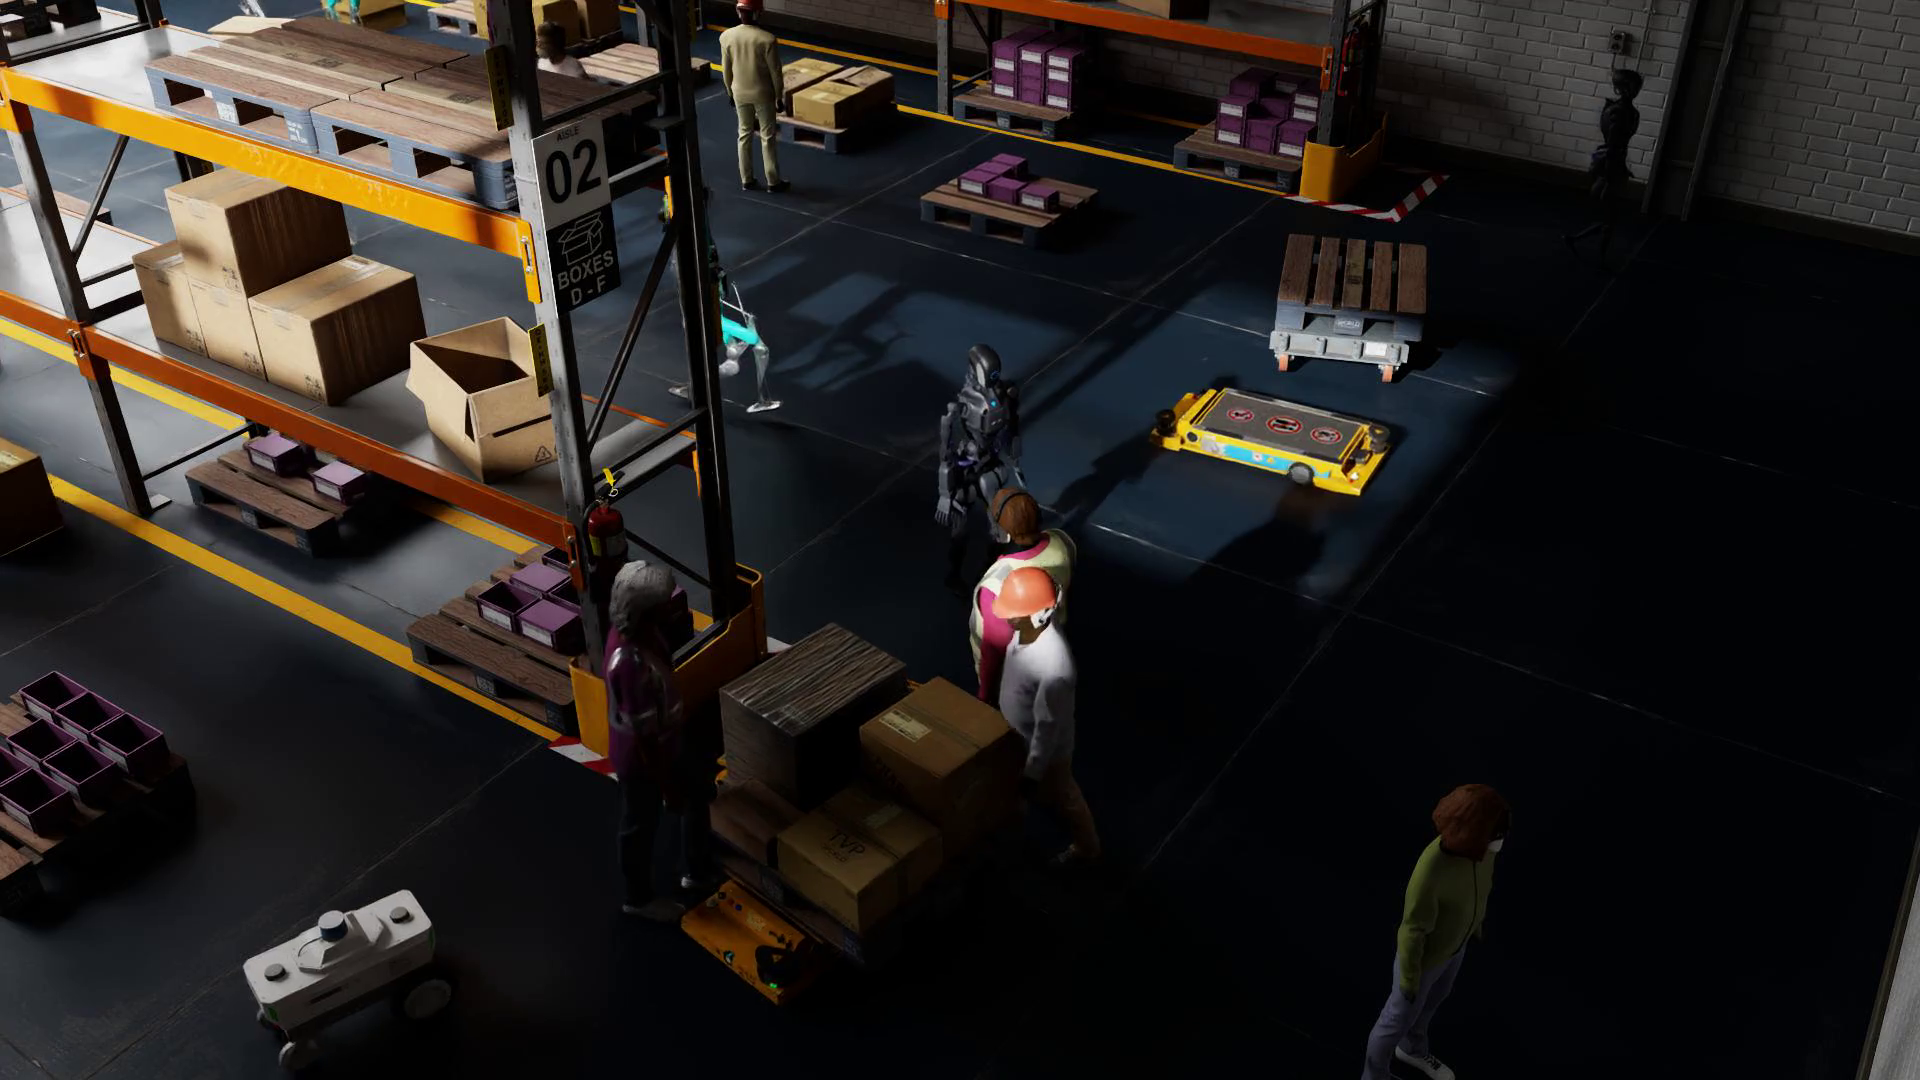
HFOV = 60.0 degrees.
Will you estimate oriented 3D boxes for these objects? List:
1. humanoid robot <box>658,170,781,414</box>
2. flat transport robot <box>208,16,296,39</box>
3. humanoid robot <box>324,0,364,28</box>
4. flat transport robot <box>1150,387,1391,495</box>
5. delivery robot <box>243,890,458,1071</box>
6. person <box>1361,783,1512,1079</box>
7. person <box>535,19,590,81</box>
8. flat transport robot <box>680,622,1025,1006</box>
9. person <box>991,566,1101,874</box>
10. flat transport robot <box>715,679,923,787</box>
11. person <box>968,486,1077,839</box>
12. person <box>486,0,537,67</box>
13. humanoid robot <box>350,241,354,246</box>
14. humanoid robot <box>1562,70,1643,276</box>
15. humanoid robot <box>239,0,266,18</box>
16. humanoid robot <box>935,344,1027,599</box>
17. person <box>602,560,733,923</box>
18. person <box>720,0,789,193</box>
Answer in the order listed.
[{"bbox_3d":[-1.509,-1.576,10.999,1.048,1.760,0.536,10,34,15],"label":"humanoid robot"},{"bbox_3d":[-6.900,-4.118,16.203,1.431,0.231,0.659,6,34,9],"label":"flat transport robot"},{"bbox_3d":[-6.577,-5.946,17.660,0.836,1.753,0.548,25,40,33],"label":"humanoid robot"},{"bbox_3d":[2.036,-0.676,10.912,1.431,0.231,0.659,17,37,24],"label":"flat transport robot"},{"bbox_3d":[-2.531,1.763,6.869,0.734,0.560,0.499,-23,39,-31],"label":"delivery robot"},{"bbox_3d":[1.804,1.540,6.264,0.496,1.627,0.286,-27,42,-35],"label":"person"},{"bbox_3d":[-3.099,-3.154,13.192,0.355,1.936,0.634,-26,41,-34],"label":"person"},{"bbox_3d":[-0.513,1.495,7.575,0.659,0.231,1.431,27,42,35],"label":"flat transport robot"},{"bbox_3d":[0.264,0.835,7.270,0.872,1.698,0.573,-11,35,-16],"label":"person"},{"bbox_3d":[-0.661,1.045,8.267,0.659,0.231,1.431,20,38,27],"label":"flat transport robot"},{"bbox_3d":[0.253,0.568,7.563,0.431,1.840,0.620,21,38,29],"label":"person"},{"bbox_3d":[-4.028,-4.380,15.064,0.488,1.953,0.417,14,36,20],"label":"person"},{"bbox_3d":[-5.355,-3.364,13.713,0.536,1.774,0.970,-25,41,-33],"label":"humanoid robot"},{"bbox_3d":[5.074,-2.883,13.026,0.498,1.633,0.608,16,37,24],"label":"humanoid robot"},{"bbox_3d":[-8.197,-6.674,18.835,1.034,1.772,0.540,28,42,36],"label":"humanoid robot"},{"bbox_3d":[0.105,-0.374,9.164,0.593,1.636,0.375,-25,40,-33],"label":"humanoid robot"},{"bbox_3d":[-1.215,0.894,7.063,0.670,1.829,0.559,0,33,0],"label":"person"},{"bbox_3d":[-1.781,-3.907,14.523,0.560,1.742,0.334,11,35,16],"label":"person"}]
